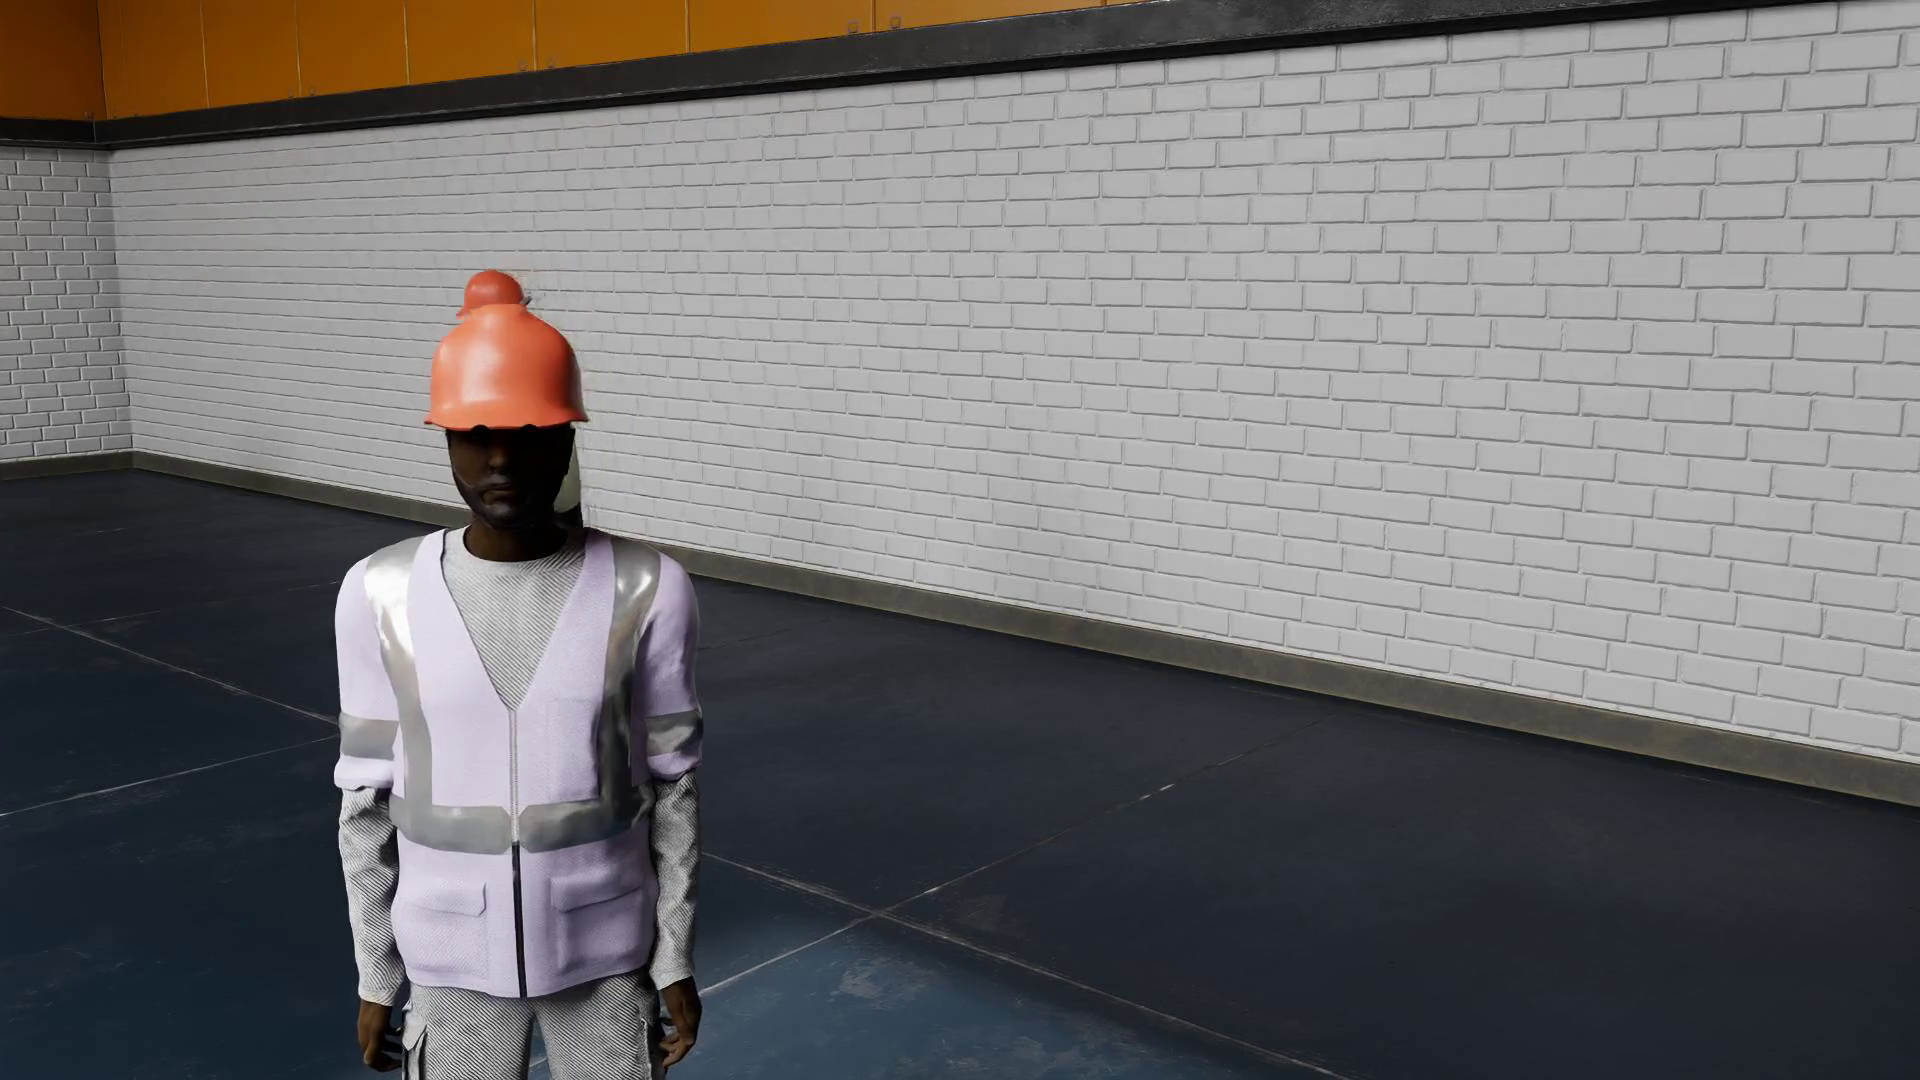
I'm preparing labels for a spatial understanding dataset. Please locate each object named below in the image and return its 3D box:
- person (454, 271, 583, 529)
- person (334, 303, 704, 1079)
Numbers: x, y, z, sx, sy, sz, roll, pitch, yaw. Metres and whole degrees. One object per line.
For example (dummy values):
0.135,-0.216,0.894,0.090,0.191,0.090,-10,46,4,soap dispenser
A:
-1.857,-0.200,7.294,0.865,1.932,0.648,0,10,0,person
-0.659,0.618,2.547,0.545,1.942,0.354,-2,10,-10,person
